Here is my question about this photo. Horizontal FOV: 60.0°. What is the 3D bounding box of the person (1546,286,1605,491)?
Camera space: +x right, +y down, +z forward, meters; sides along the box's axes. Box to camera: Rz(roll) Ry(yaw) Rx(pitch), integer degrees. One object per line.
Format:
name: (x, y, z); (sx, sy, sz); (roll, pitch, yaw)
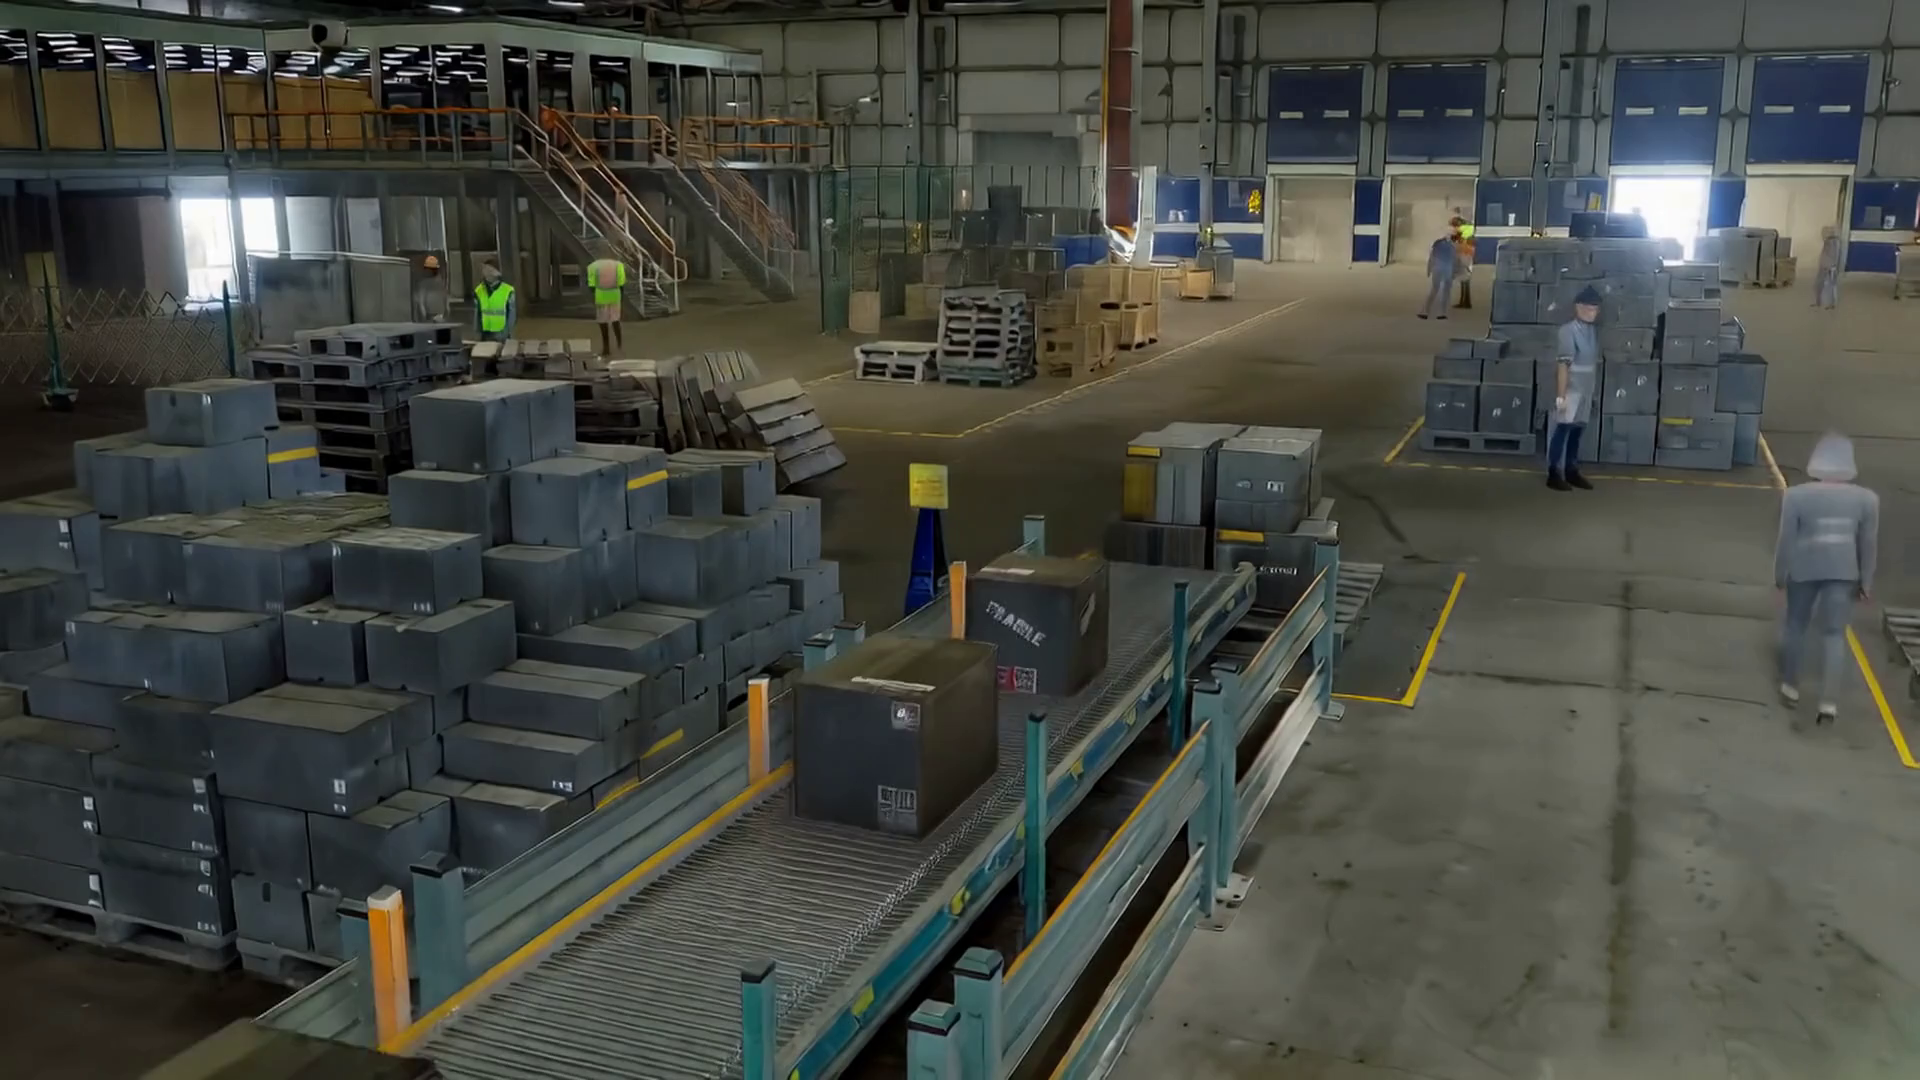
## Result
person: (5.854, -1.429, 15.735); (0.551, 1.932, 0.378); (-9, 15, -34)

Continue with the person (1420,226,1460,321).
person: (9.660, -5.332, 33.336); (0.710, 1.895, 0.479); (-4, 13, -18)

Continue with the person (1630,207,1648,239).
person: (19.181, -8.476, 47.290); (0.780, 1.954, 0.619); (-8, 15, -30)

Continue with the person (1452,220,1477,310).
person: (10.980, -5.971, 36.129); (0.394, 1.940, 0.553); (-3, 13, -11)

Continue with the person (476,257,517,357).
person: (-5.876, -2.616, 21.092); (0.596, 1.921, 0.385); (6, 14, 25)

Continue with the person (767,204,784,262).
person: (-6.154, -10.178, 54.981); (0.644, 1.930, 0.541); (-5, 14, -21)

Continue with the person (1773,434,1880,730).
person: (4.760, 0.218, 9.151); (0.508, 1.590, 0.878); (5, 14, 22)

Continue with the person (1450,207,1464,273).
person: (14.577, -8.787, 48.760); (0.366, 1.926, 0.587); (-6, 14, -23)

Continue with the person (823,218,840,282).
person: (-3.478, -7.791, 44.748); (0.514, 1.724, 0.518); (-1, 13, -6)

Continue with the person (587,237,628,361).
person: (-5.598, -3.818, 26.401); (0.626, 1.950, 0.455); (-6, 14, -24)

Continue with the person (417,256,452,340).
person: (-7.812, -3.338, 24.690); (0.440, 1.752, 0.546); (10, 16, 38)

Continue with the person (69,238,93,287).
person: (-19.367, -6.007, 36.381); (0.642, 1.874, 0.863); (1, 13, 5)

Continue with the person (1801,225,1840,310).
person: (18.681, -5.885, 36.002); (0.830, 1.807, 0.659); (6, 14, 26)
